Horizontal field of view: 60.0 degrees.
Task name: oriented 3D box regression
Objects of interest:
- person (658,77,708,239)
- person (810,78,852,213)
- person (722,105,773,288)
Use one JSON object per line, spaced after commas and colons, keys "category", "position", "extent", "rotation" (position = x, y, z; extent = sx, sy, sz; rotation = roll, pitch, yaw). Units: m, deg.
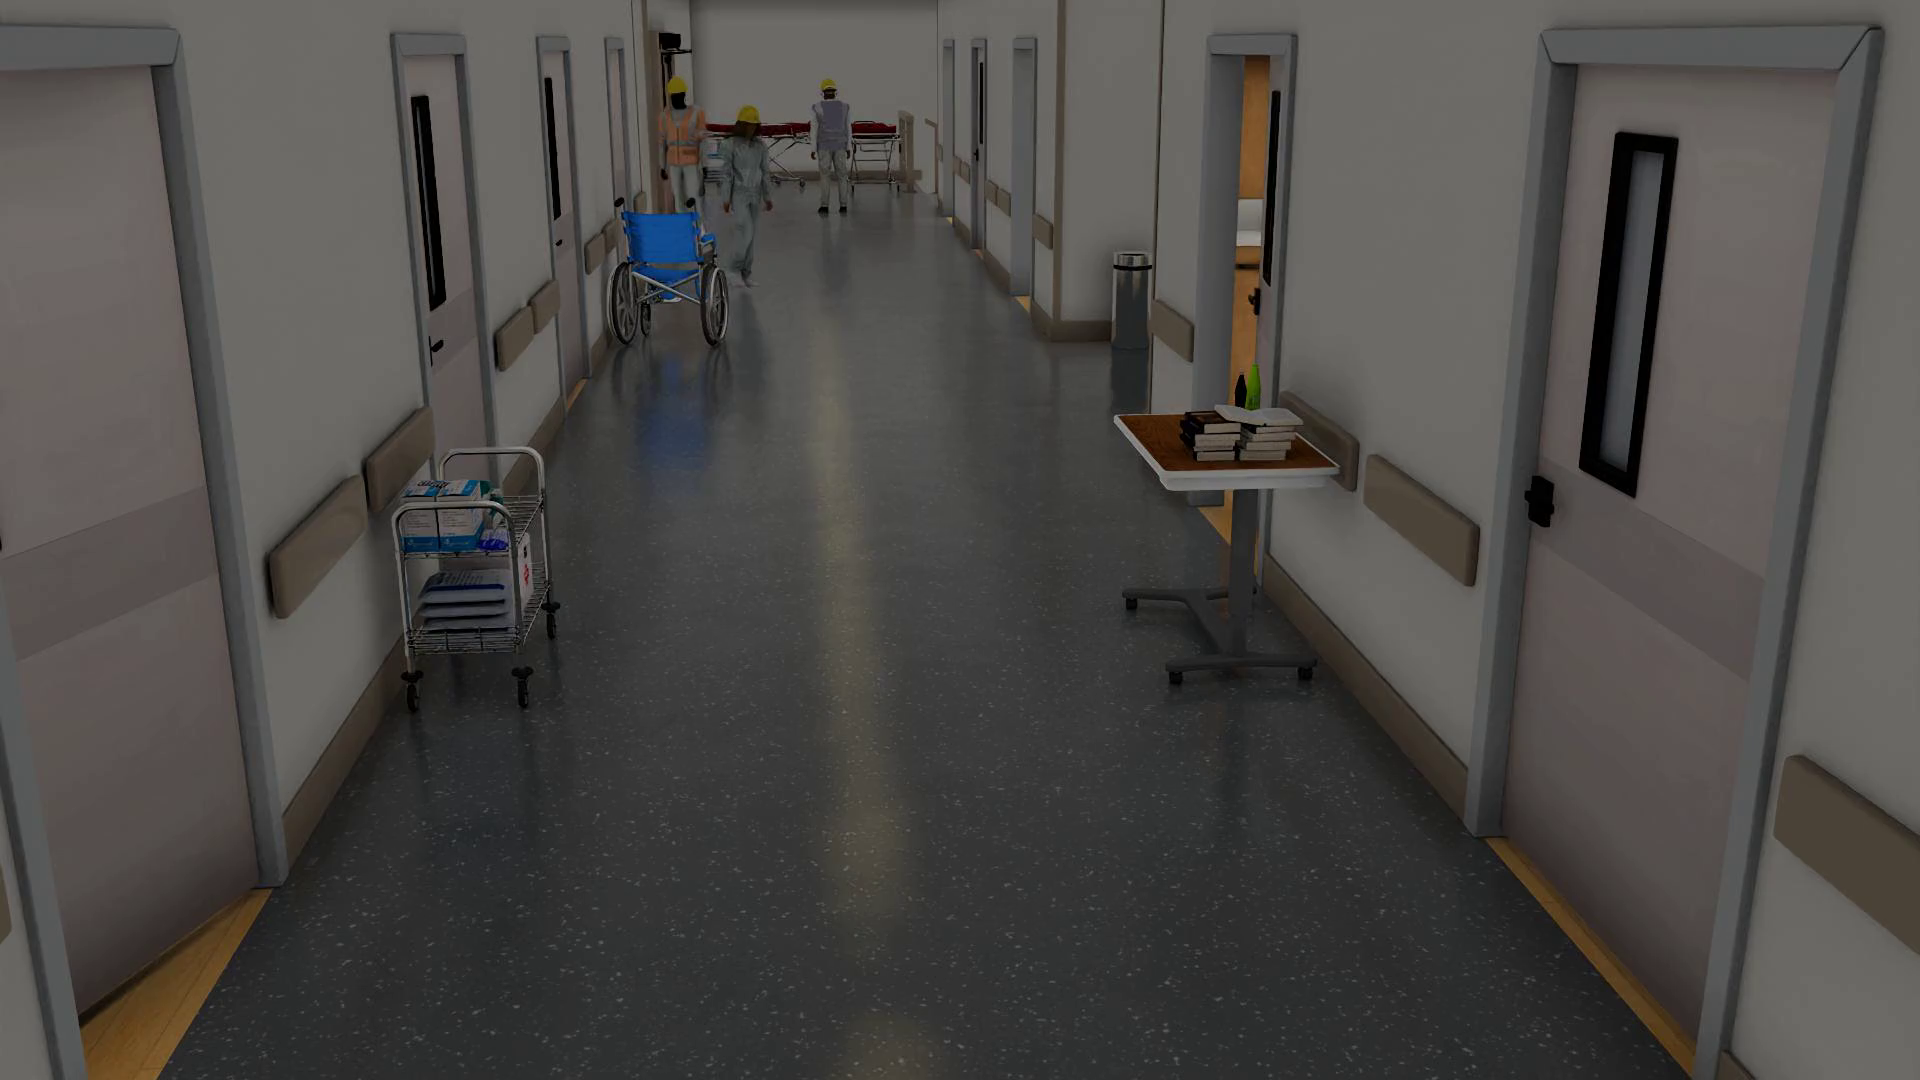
{"category": "person", "position": [-3.238, -4.419, 19.426], "extent": [0.606, 1.916, 0.420], "rotation": [4, 17, 14]}
{"category": "person", "position": [-1.786, -5.438, 22.998], "extent": [0.587, 1.823, 0.403], "rotation": [-5, 18, -18]}
{"category": "person", "position": [-2.035, -3.282, 15.952], "extent": [0.402, 1.722, 0.480], "rotation": [15, 22, 41]}
